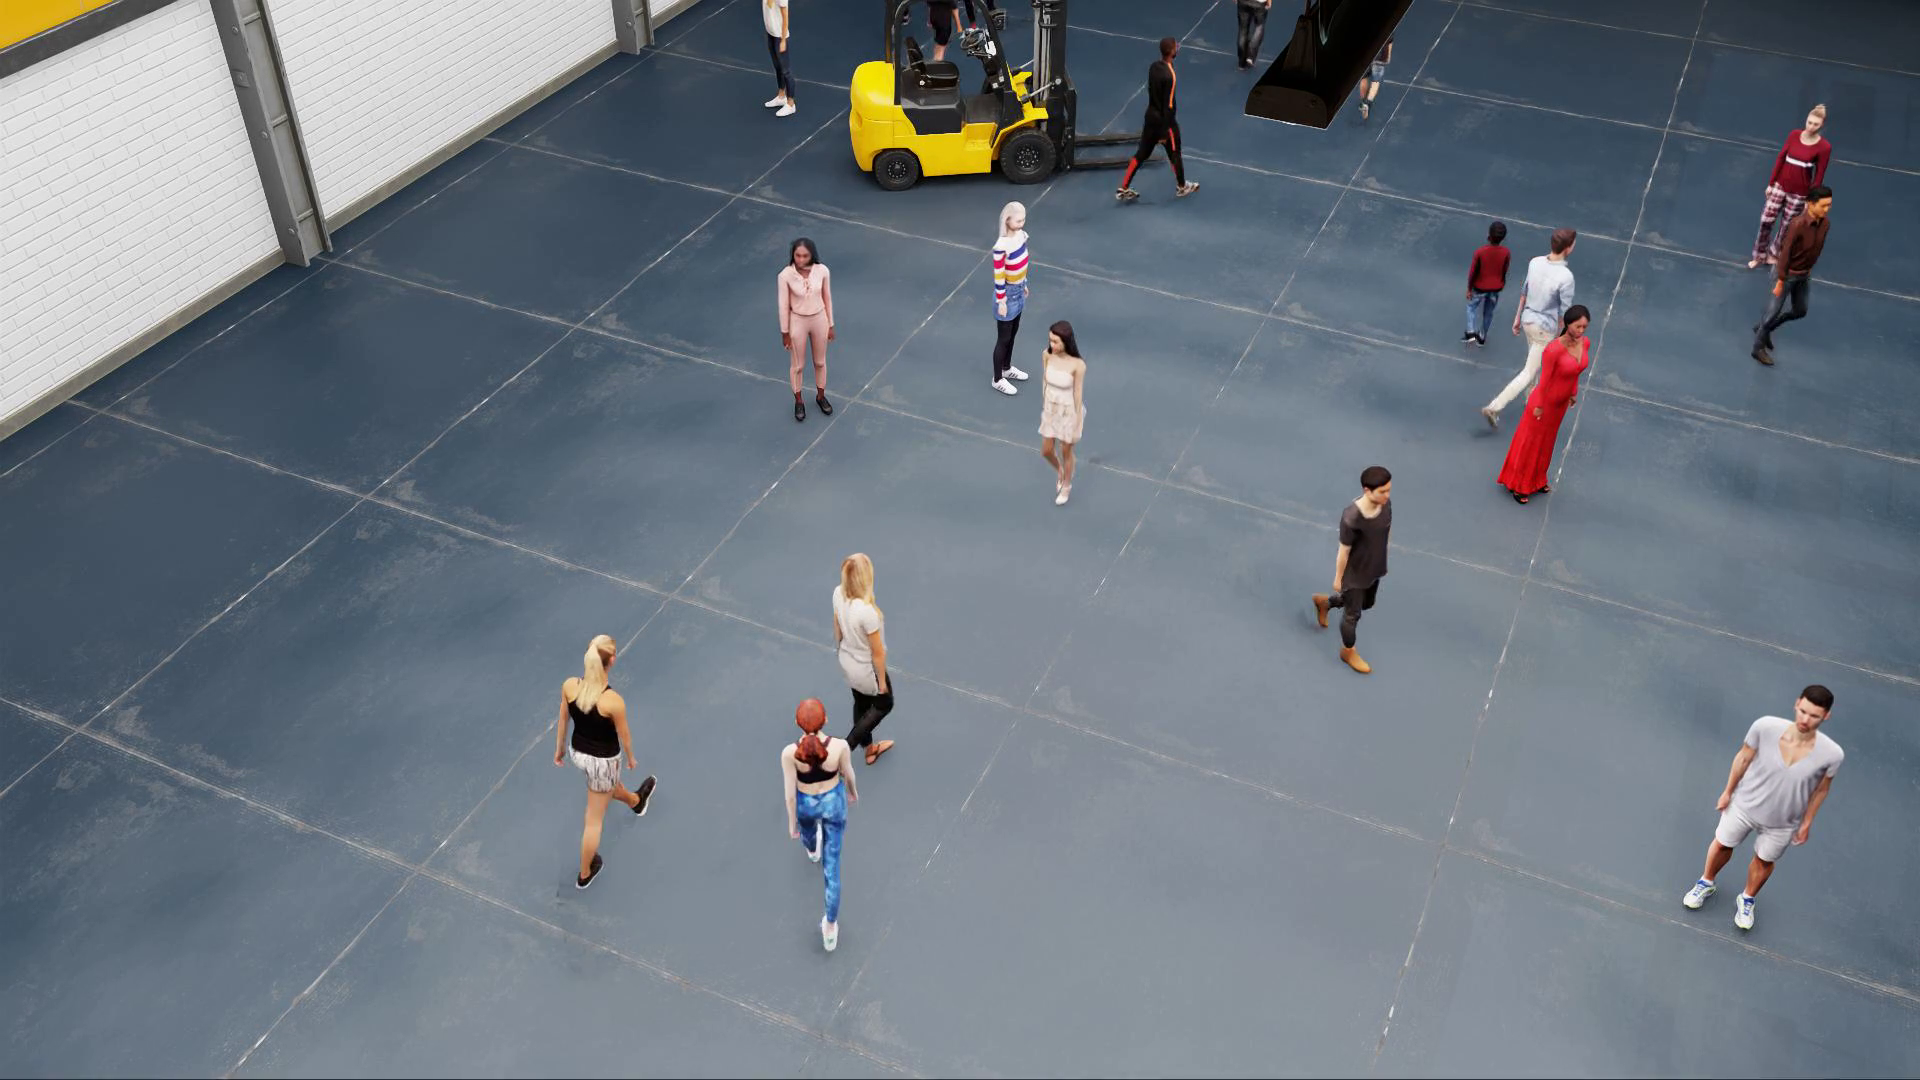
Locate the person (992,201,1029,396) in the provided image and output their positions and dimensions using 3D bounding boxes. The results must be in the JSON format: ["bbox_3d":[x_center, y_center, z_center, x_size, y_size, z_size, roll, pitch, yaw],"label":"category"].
[{"bbox_3d":[0.430,-2.155,14.648,0.715,1.810,0.453,17,42,21],"label":"person"}]

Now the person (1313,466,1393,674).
[{"bbox_3d":[2.803,0.149,11.850,0.962,1.702,0.932,-25,45,-28],"label":"person"}]

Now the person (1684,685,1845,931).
[{"bbox_3d":[4.841,1.570,9.948,0.709,1.856,0.612,22,44,25],"label":"person"}]

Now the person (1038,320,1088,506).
[{"bbox_3d":[0.880,-1.035,13.314,0.639,1.725,0.643,23,44,26],"label":"person"}]

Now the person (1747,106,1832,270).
[{"bbox_3d":[8.241,-3.484,16.416,0.765,1.681,0.820,31,48,33],"label":"person"}]

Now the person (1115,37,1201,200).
[{"bbox_3d":[2.003,-4.351,17.443,1.266,1.755,1.130,-17,42,-20],"label":"person"}]

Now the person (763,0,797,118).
[{"bbox_3d":[-2.092,-5.829,19.253,0.702,1.806,0.674,-18,42,-21],"label":"person"}]

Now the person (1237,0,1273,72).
[{"bbox_3d":[3.529,-6.547,20.169,0.682,1.795,0.728,11,40,14],"label":"person"}]

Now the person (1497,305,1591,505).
[{"bbox_3d":[4.746,-1.106,13.362,0.725,1.787,0.808,-20,43,-23],"label":"person"}]

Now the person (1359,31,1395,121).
[{"bbox_3d":[4.774,-5.584,19.246,0.564,1.431,0.891,14,41,16],"label":"person"}]

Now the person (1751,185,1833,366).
[{"bbox_3d":[7.439,-2.427,15.020,0.801,1.771,0.862,-13,40,-16],"label":"person"}]

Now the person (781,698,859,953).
[{"bbox_3d":[-0.819,1.702,9.890,1.007,1.732,1.253,-4,39,-5],"label":"person"}]

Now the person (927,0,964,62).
[{"bbox_3d":[-0.289,-6.100,19.709,0.758,1.659,0.698,-24,44,-27],"label":"person"}]

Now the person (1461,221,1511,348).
[{"bbox_3d":[4.860,-2.314,15.301,0.598,1.245,0.635,2,39,3],"label":"person"}]

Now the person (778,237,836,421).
[{"bbox_3d":[-1.311,-1.830,14.313,0.687,1.720,0.747,-13,40,-16],"label":"person"}]

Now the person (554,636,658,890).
[{"bbox_3d":[-2.277,1.414,10.194,0.704,1.792,1.136,16,41,19],"label":"person"}]

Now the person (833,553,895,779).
[{"bbox_3d":[-0.701,0.871,10.855,0.932,1.816,0.786,-32,48,-33],"label":"person"}]

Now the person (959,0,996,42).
[{"bbox_3d":[0.344,-7.167,21.001,0.817,1.714,0.766,-27,46,-29],"label":"person"}]

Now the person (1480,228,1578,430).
[{"bbox_3d":[4.871,-1.781,14.174,1.248,1.818,1.104,-18,42,-21],"label":"person"}]
